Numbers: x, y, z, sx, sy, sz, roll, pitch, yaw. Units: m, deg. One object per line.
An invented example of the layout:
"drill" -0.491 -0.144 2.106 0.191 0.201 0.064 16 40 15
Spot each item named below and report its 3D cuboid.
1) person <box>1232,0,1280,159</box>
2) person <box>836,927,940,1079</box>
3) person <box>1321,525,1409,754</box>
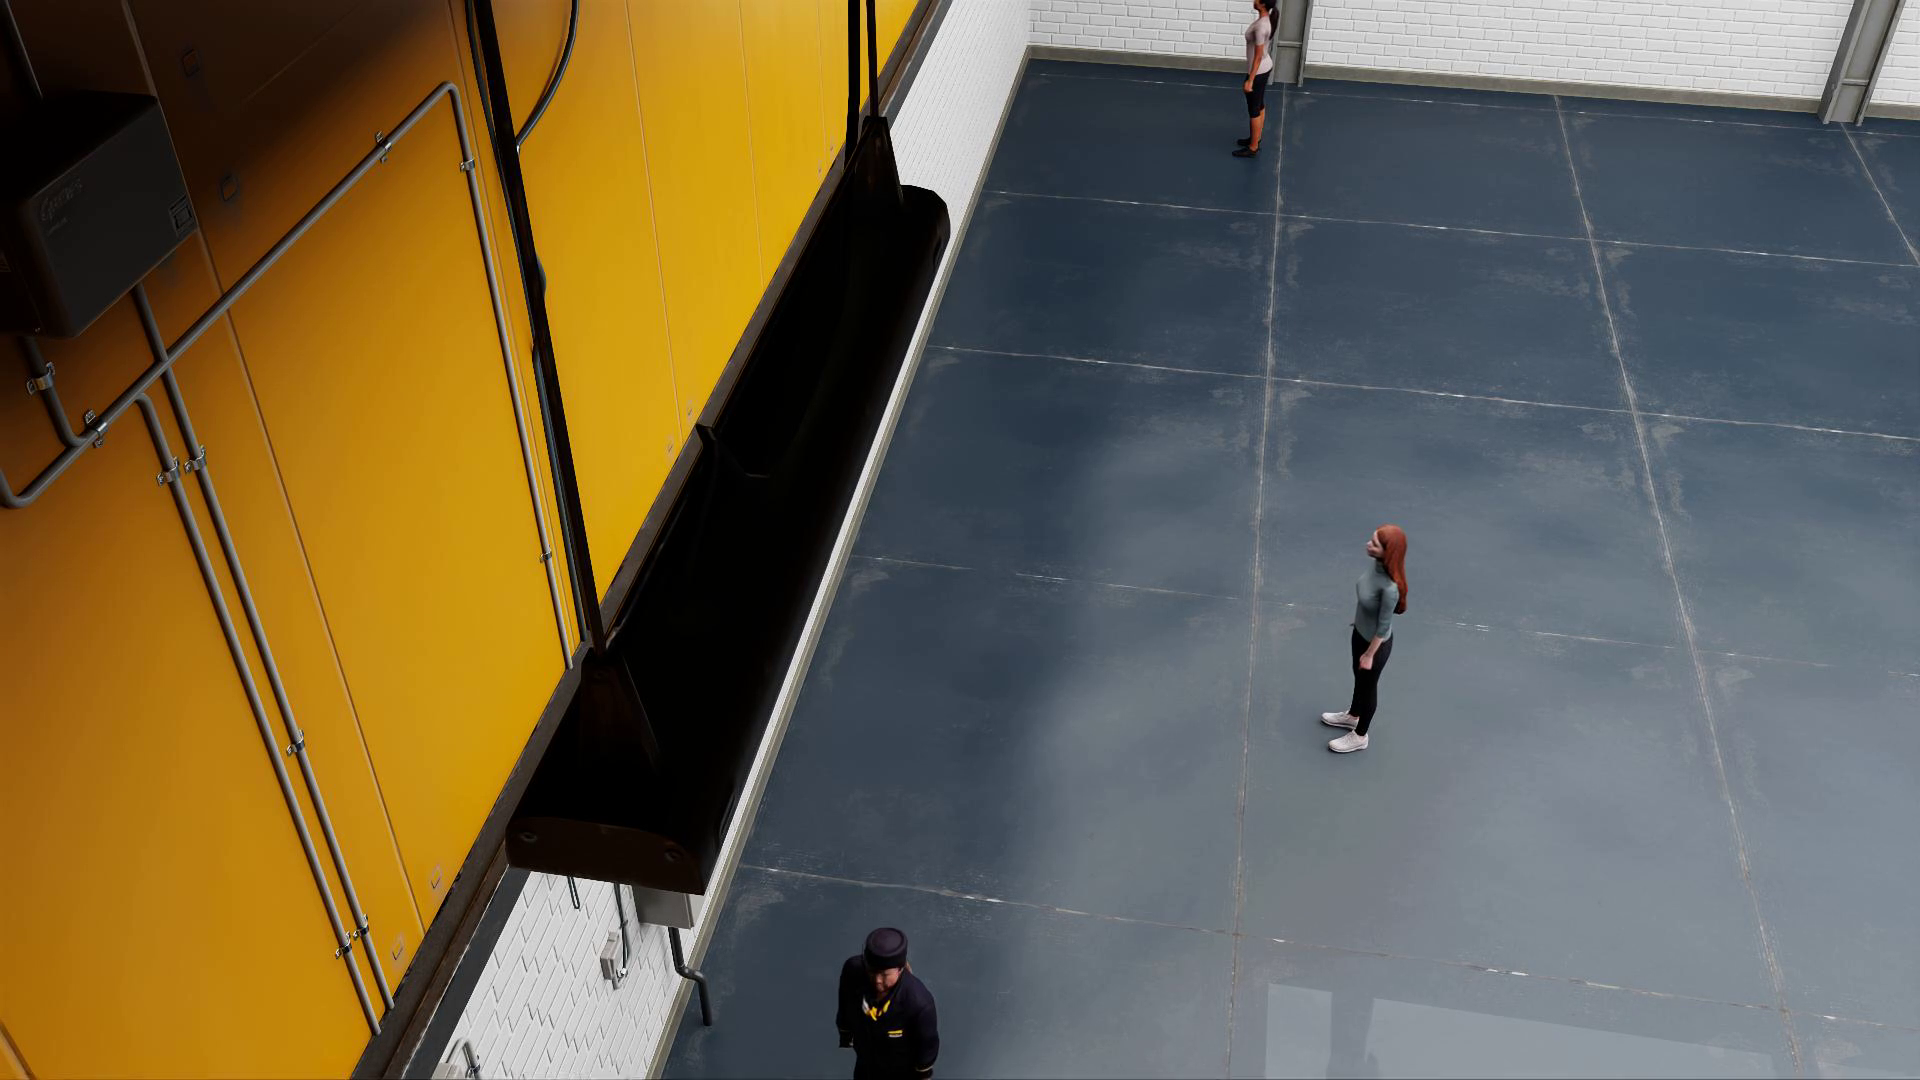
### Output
"person" 3.058 -4.788 17.032 0.592 1.747 0.646 13 40 16
"person" -0.336 2.466 8.006 0.707 1.675 0.847 21 43 25
"person" 2.538 0.606 10.281 0.579 1.743 0.603 1 39 2
